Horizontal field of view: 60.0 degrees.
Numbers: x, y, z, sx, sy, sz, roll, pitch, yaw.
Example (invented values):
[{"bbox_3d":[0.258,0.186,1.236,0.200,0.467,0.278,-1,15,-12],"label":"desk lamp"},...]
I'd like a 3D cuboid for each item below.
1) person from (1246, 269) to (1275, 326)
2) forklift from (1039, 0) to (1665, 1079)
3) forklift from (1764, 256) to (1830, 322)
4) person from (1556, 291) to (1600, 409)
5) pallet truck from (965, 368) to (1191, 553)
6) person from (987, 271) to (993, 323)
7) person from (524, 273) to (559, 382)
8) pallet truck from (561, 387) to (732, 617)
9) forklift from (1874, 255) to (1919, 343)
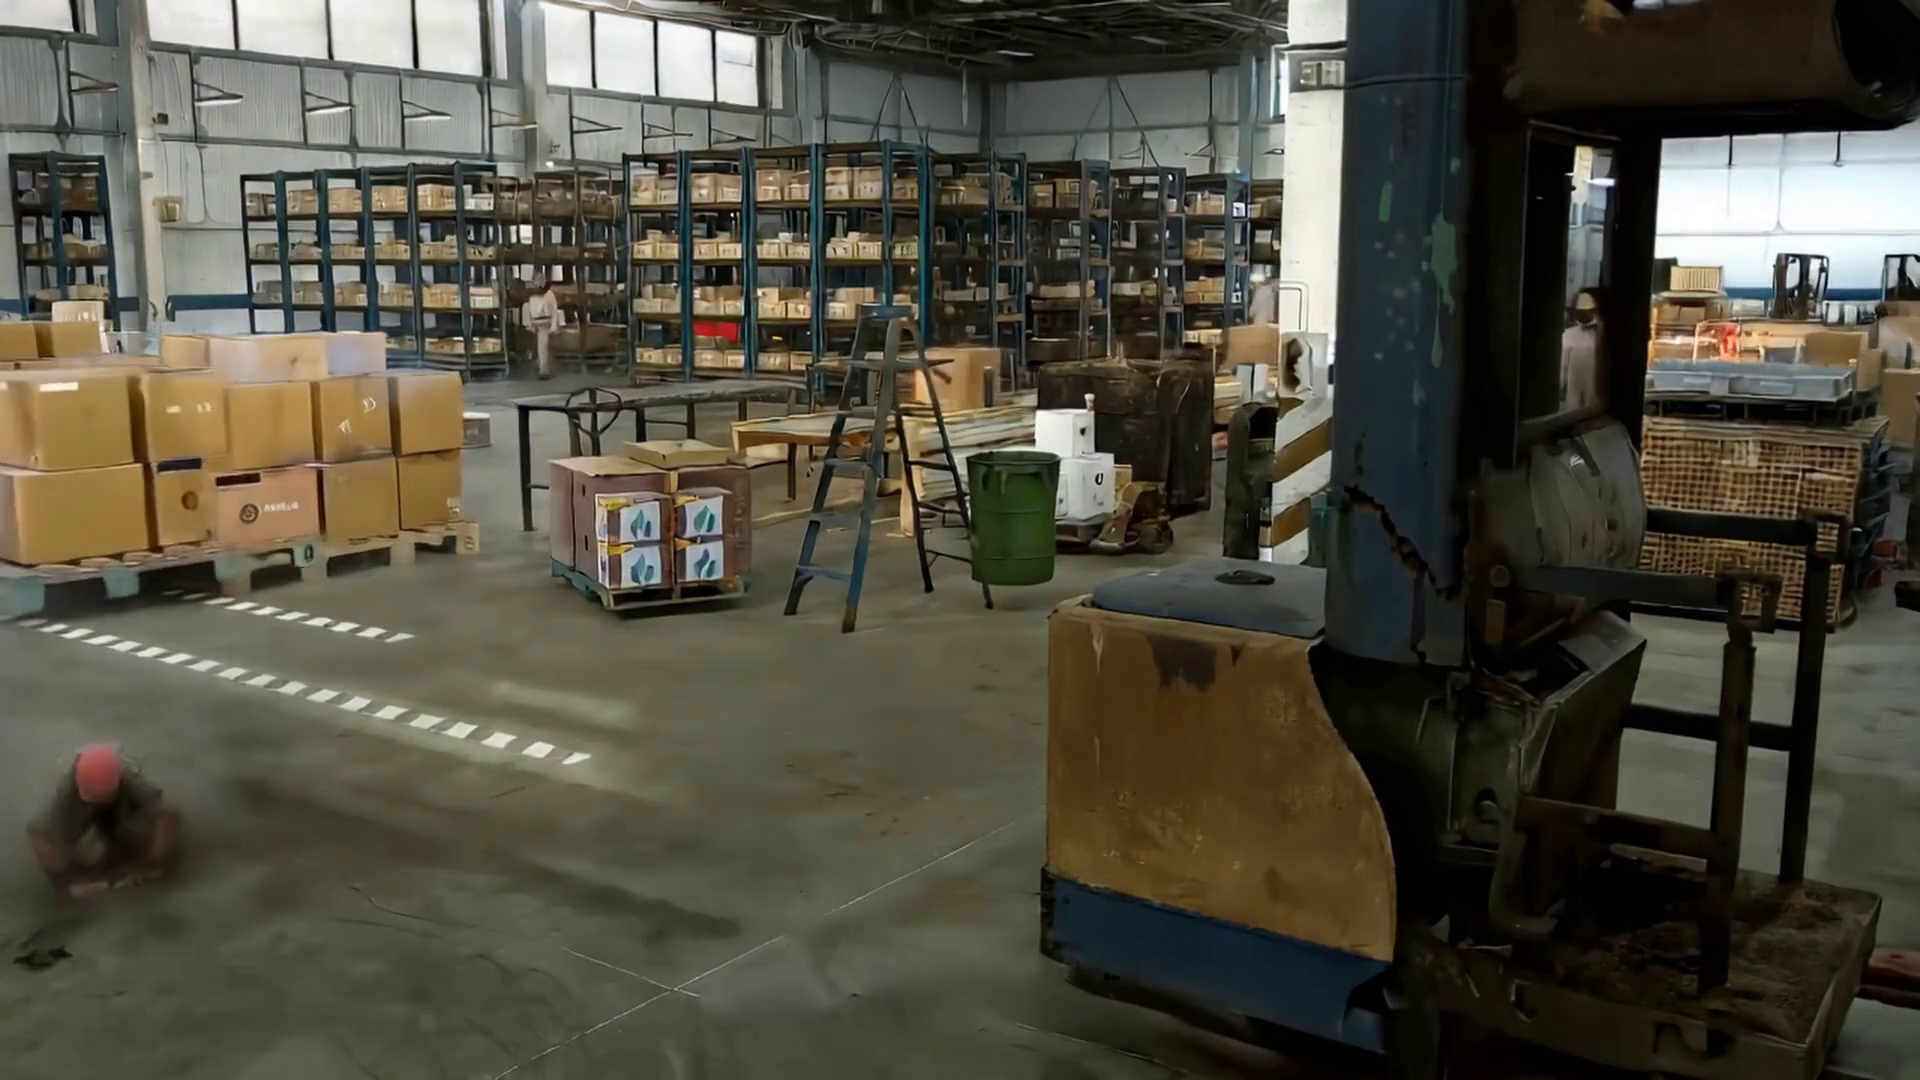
[{"bbox_3d":[4.575,-3.174,25.357,0.837,1.892,0.629,-2,10,-13],"label":"person"},{"bbox_3d":[1.249,-0.137,4.360,1.873,2.768,1.129,7,12,35],"label":"forklift"},{"bbox_3d":[20.253,-5.854,40.139,1.157,1.987,2.680,7,12,35],"label":"forklift"},{"bbox_3d":[6.323,-1.661,16.887,0.535,1.720,0.893,4,10,24],"label":"person"},{"bbox_3d":[0.845,-0.609,11.869,1.630,1.274,0.653,7,12,35],"label":"pallet truck"},{"bbox_3d":[0.607,-5.256,38.003,0.573,1.817,0.797,7,12,37],"label":"person"},{"bbox_3d":[-7.060,-3.551,27.873,0.591,1.807,0.689,7,12,36],"label":"person"},{"bbox_3d":[-1.981,-0.274,10.088,0.680,1.201,1.601,-5,11,-28],"label":"pallet truck"},{"bbox_3d":[22.089,-5.634,38.796,1.157,1.987,2.680,6,11,33],"label":"forklift"}]
